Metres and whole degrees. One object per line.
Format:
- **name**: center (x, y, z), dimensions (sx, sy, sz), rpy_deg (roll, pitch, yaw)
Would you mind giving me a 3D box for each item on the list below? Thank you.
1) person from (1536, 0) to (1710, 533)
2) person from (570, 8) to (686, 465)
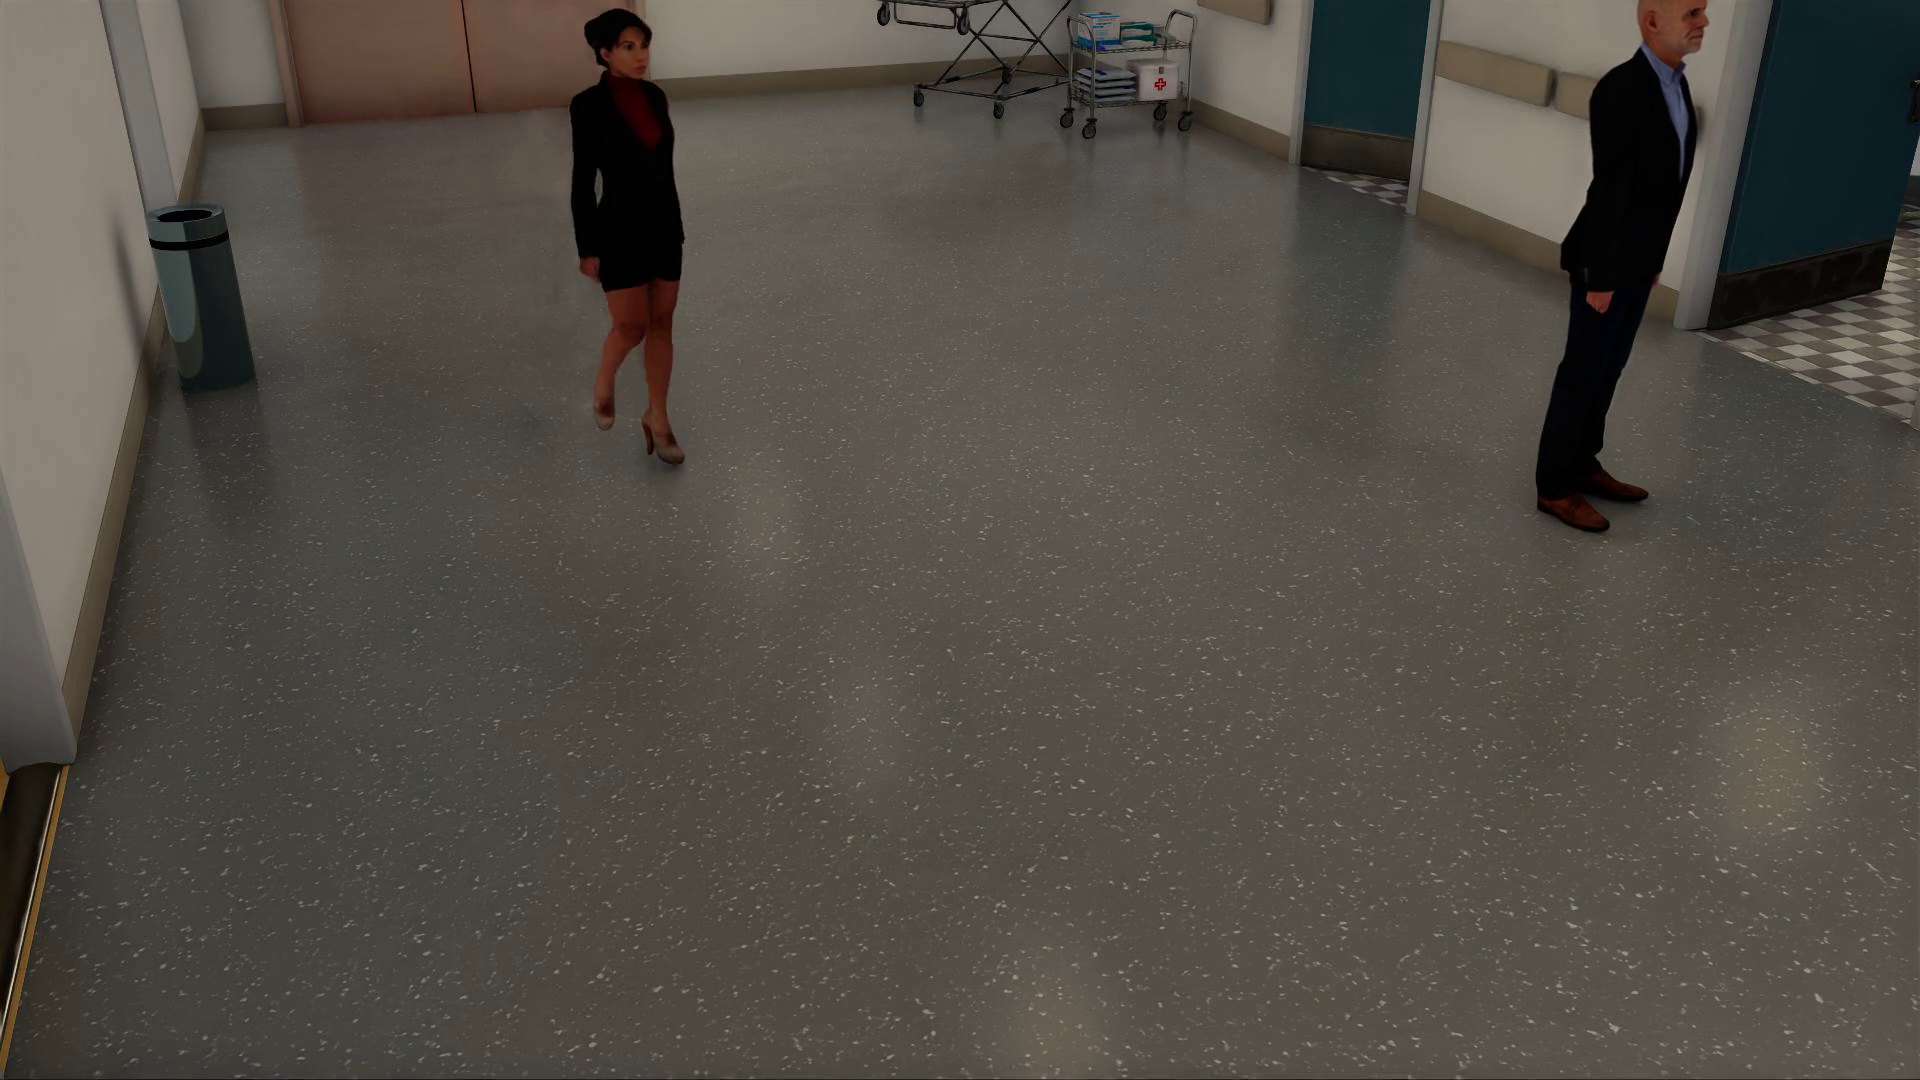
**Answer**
- **person**: center (2.200, -0.953, 5.554), dimensions (0.750, 1.800, 0.767), rpy_deg (22, 34, 38)
- **person**: center (-1.210, -1.056, 5.962), dimensions (0.783, 1.631, 0.717), rpy_deg (23, 34, 39)
